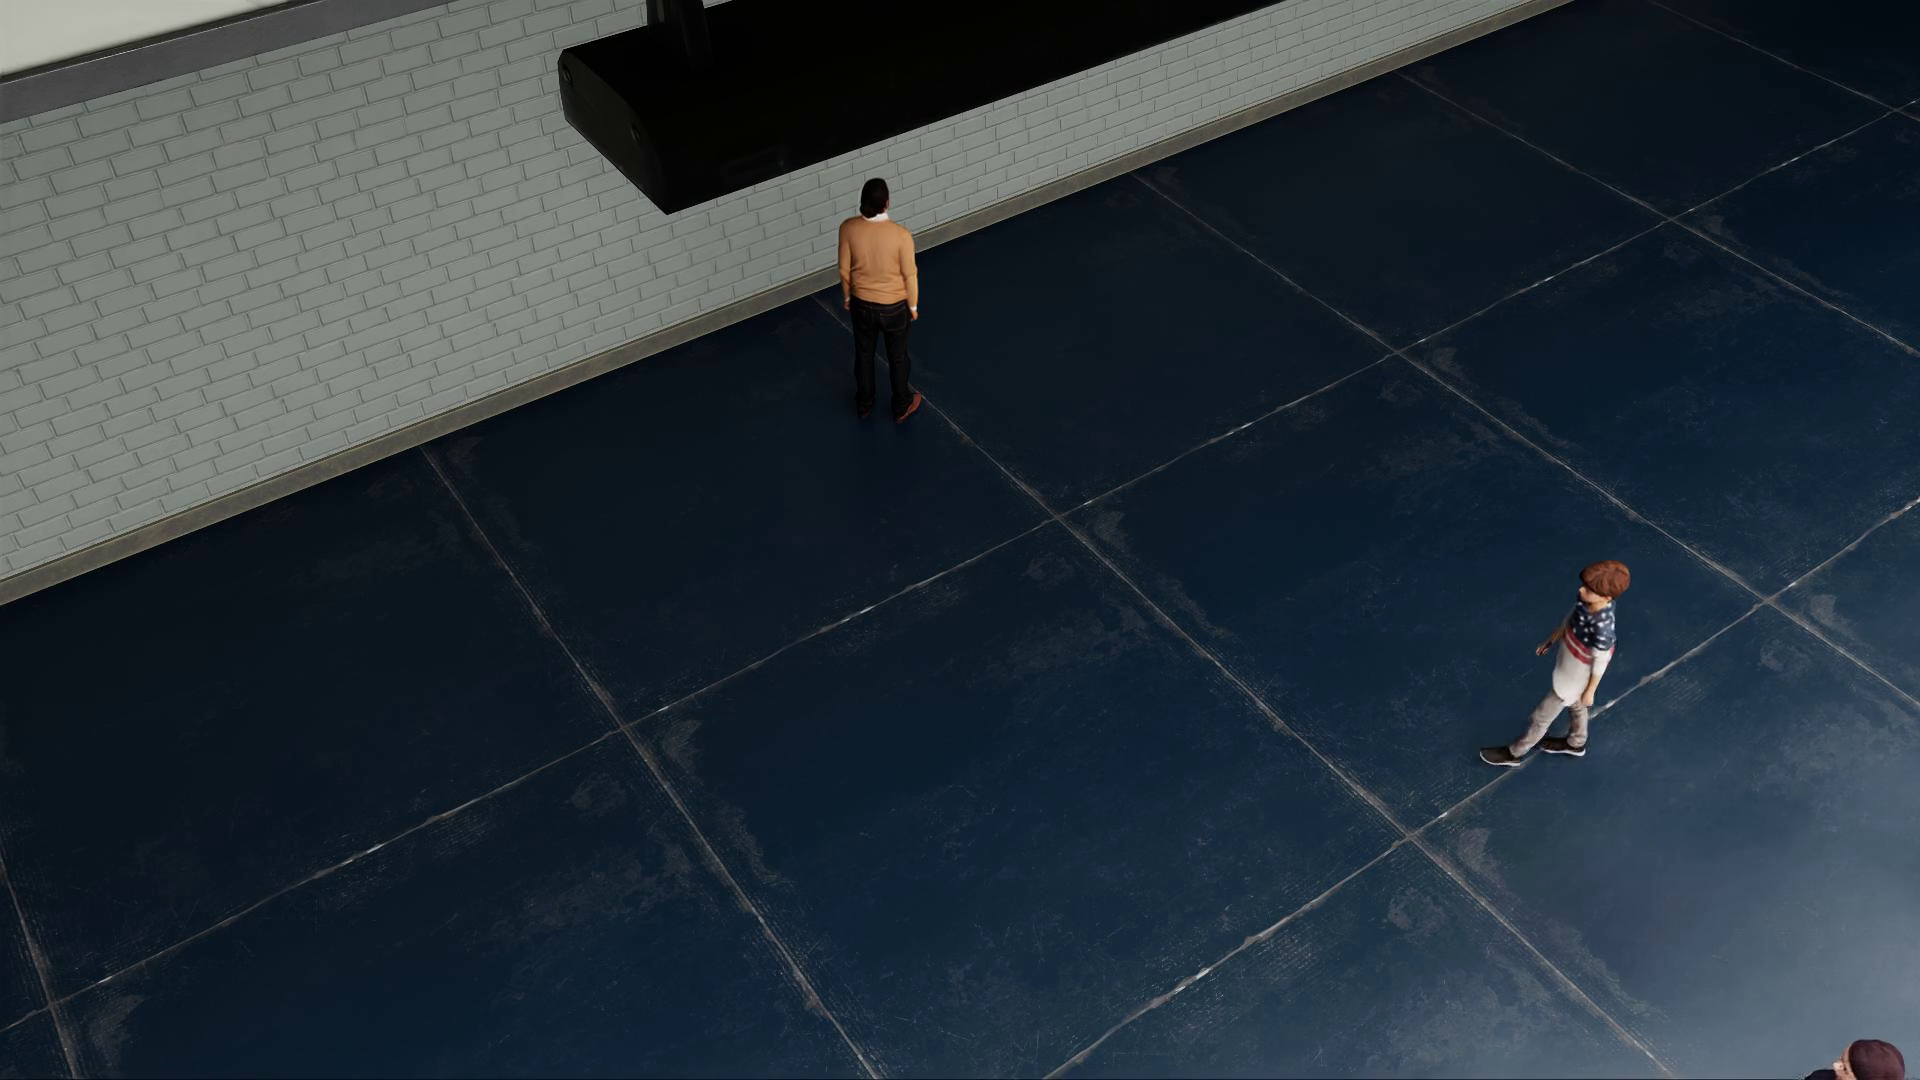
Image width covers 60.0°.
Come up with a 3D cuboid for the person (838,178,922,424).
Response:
[{"bbox_3d":[-0.513,-1.513,10.576,0.734,1.754,0.810,10,44,10],"label":"person"}]

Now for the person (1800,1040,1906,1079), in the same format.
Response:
[{"bbox_3d":[3.314,2.411,6.453,0.686,1.645,0.661,16,45,17],"label":"person"}]

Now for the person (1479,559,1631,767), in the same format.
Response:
[{"bbox_3d":[3.225,0.646,8.511,0.878,1.416,0.838,5,43,6],"label":"person"}]
